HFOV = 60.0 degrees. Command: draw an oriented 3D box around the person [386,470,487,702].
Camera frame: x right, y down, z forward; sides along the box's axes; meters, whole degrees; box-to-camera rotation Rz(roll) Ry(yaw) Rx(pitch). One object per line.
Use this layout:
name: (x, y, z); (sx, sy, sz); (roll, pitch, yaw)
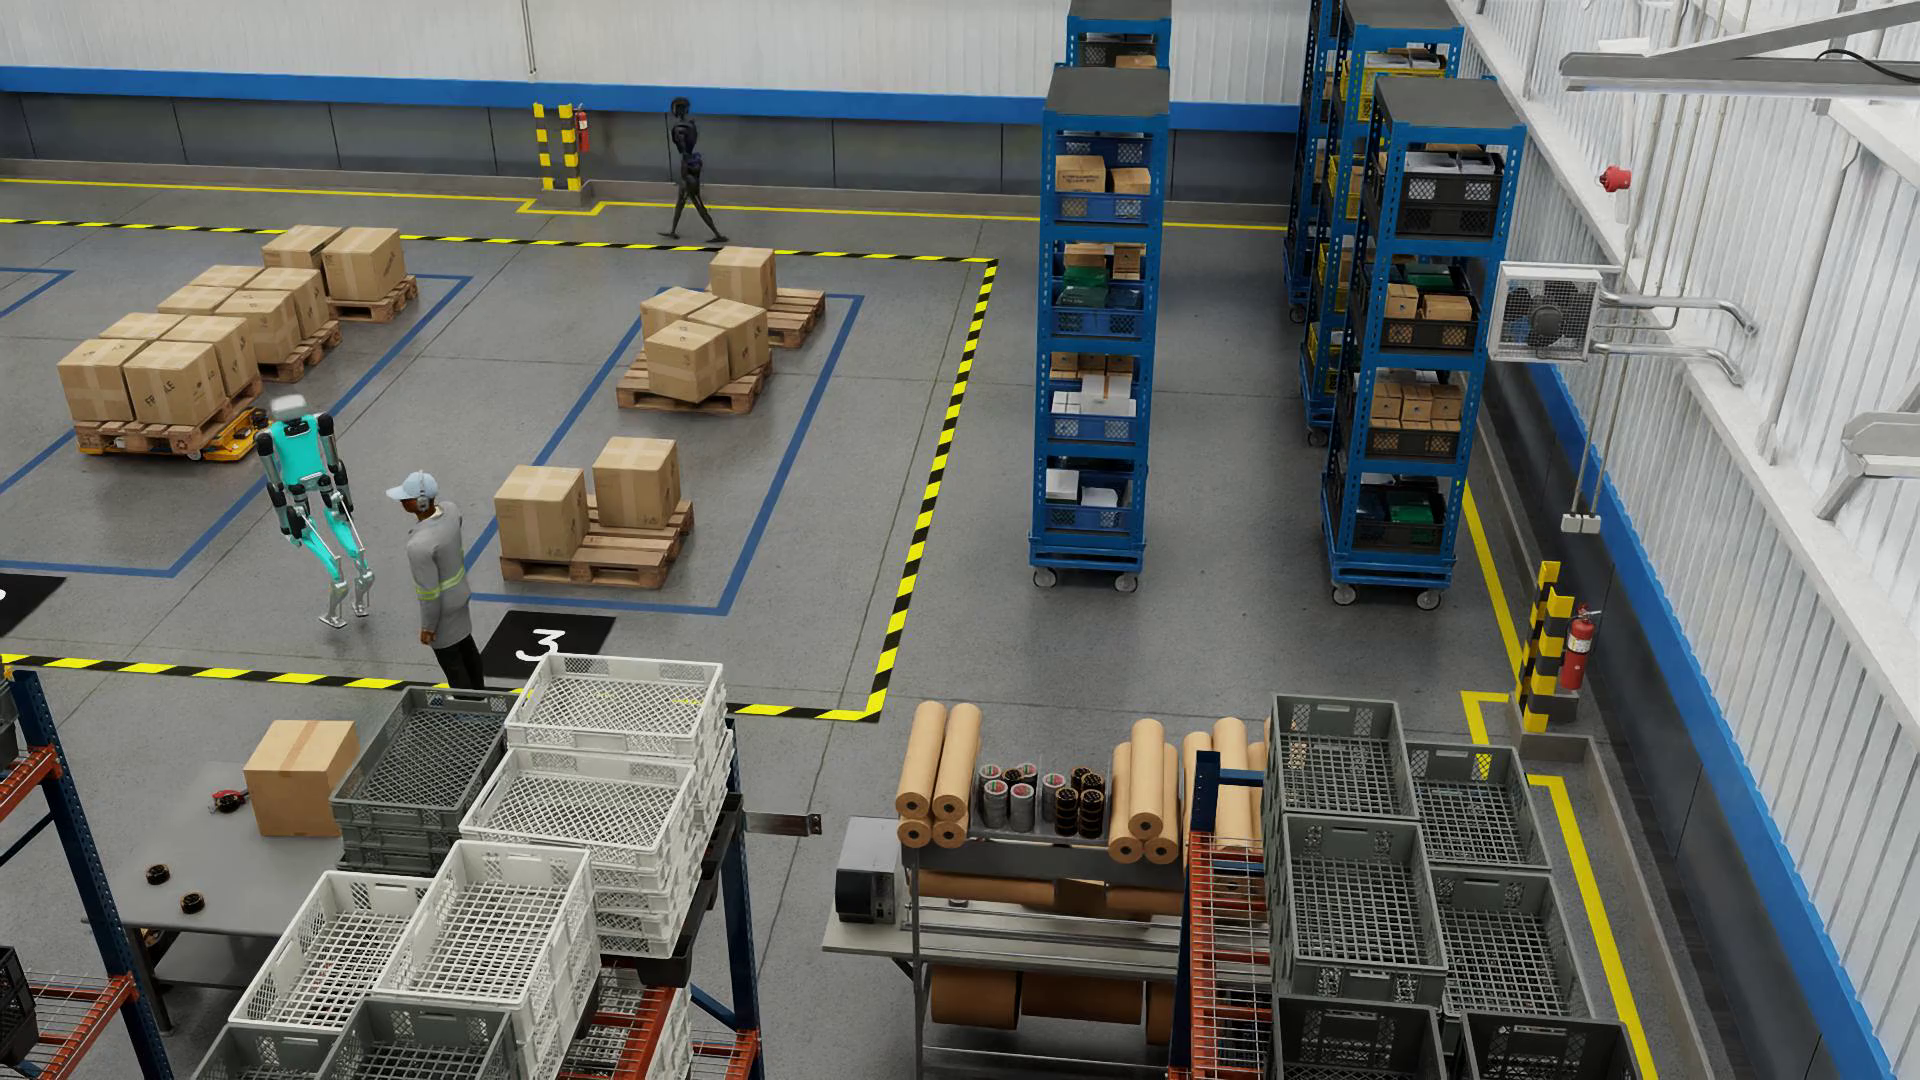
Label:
person: (-3.261, 0.388, 10.433); (0.369, 1.852, 0.595); (2, 30, 4)

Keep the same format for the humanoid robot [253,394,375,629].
humanoid robot: (-4.310, -0.135, 11.317); (0.533, 1.673, 0.735); (-25, 38, -36)

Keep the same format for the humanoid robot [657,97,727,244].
humanoid robot: (-3.010, -4.044, 18.273); (0.796, 1.623, 0.609); (-2, 30, -3)

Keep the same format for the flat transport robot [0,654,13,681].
flat transport robot: (-7.142, 0.969, 11.010); (1.431, 0.231, 0.659); (3, 30, 6)

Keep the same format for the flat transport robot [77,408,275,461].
flat transport robot: (-6.728, -0.944, 14.268); (1.431, 0.197, 0.652); (3, 30, 6)
